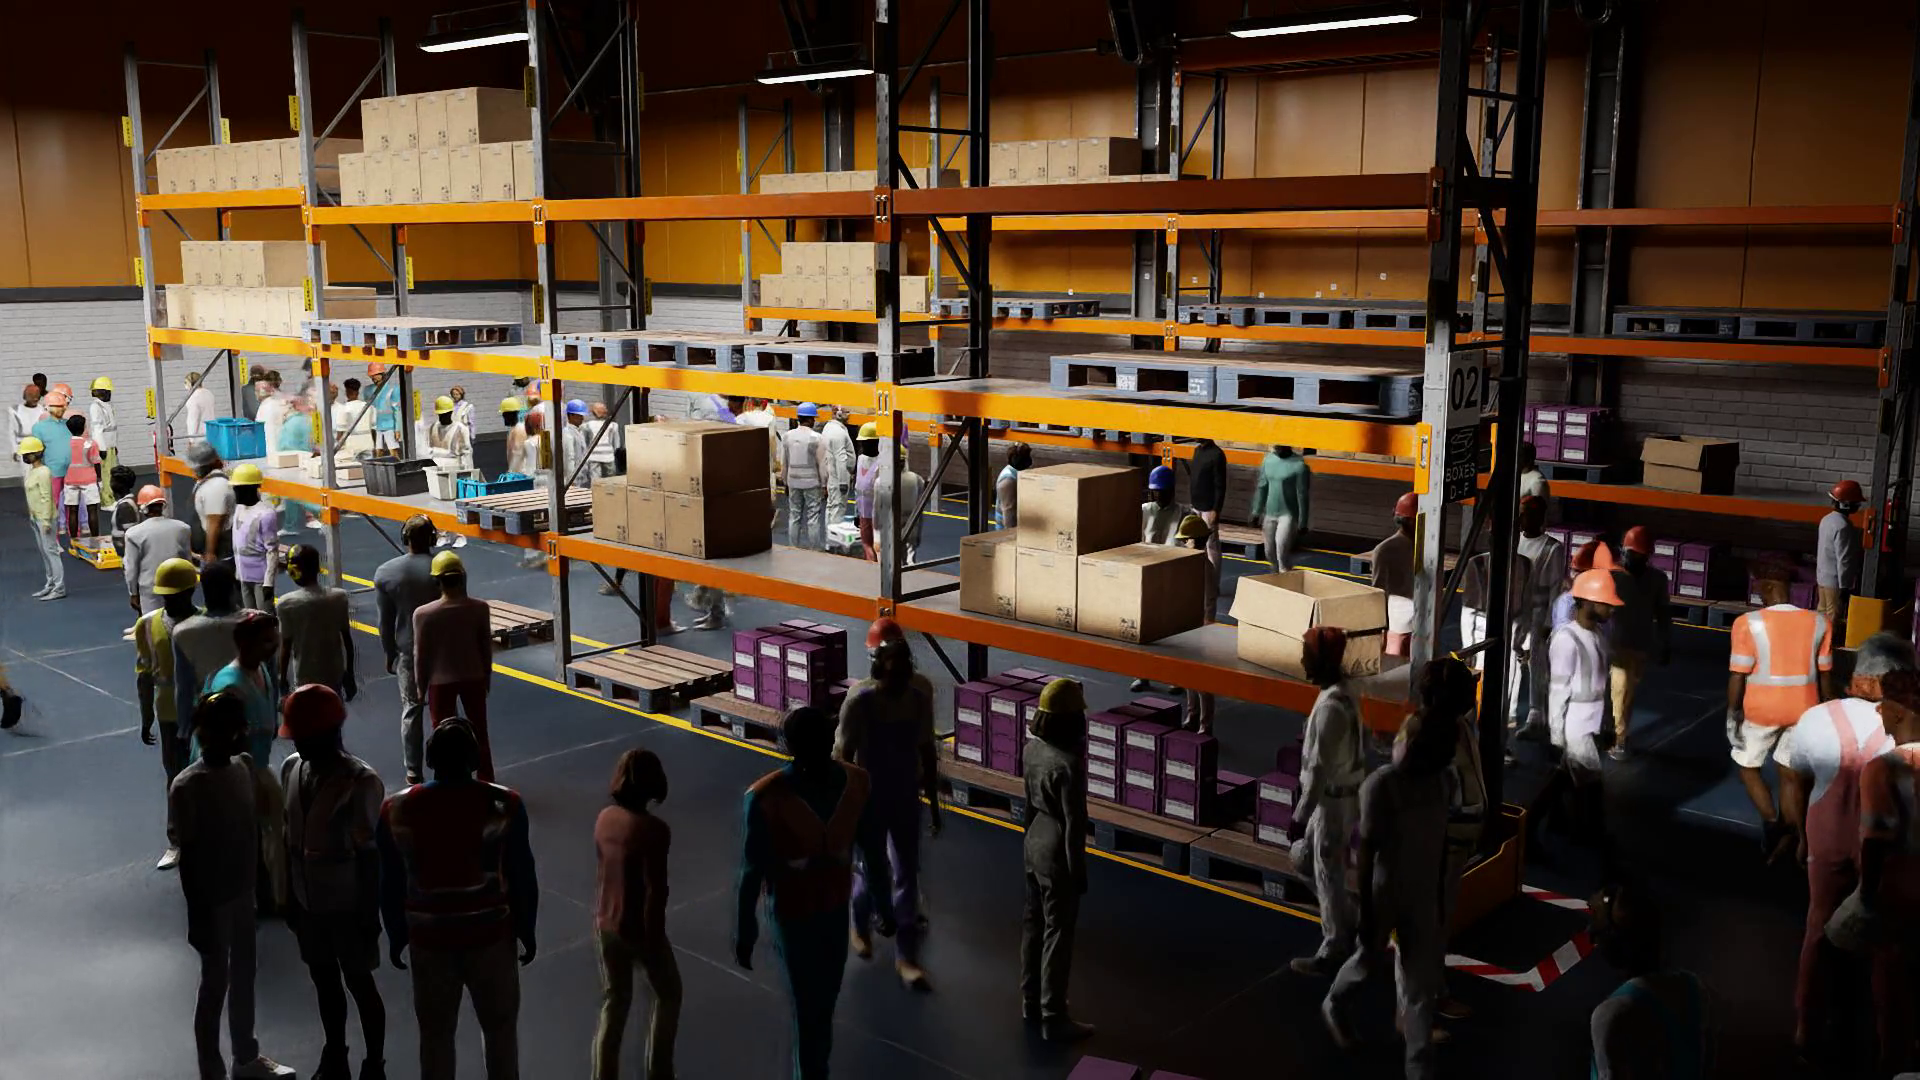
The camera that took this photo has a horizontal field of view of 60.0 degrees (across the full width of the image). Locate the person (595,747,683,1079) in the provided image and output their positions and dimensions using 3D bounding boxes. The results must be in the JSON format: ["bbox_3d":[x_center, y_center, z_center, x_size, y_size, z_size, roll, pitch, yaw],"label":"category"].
[{"bbox_3d":[-1.432,1.708,7.259,0.527,1.590,0.558,8,13,38],"label":"person"}]

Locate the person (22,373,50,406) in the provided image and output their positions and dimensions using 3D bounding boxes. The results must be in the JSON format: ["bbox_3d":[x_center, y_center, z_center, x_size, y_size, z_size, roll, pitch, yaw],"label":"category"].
[{"bbox_3d":[-13.586,-1.533,24.746,0.585,1.911,0.390,-3,10,-15],"label":"person"}]

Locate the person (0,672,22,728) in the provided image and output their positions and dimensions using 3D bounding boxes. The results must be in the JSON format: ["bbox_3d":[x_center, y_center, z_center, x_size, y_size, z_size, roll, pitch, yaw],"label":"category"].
[{"bbox_3d":[-7.703,0.566,12.848,0.800,1.920,0.552,4,11,24],"label":"person"}]

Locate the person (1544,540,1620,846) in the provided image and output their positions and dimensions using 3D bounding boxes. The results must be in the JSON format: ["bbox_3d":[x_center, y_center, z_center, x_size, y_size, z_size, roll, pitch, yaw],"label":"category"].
[{"bbox_3d":[3.958,0.961,10.541,0.361,1.941,0.542,-2,10,-10],"label":"person"}]

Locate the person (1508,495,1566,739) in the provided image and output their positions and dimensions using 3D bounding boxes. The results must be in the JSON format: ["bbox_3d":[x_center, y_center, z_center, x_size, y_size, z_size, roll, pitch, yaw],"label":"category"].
[{"bbox_3d":[4.360,0.586,12.825,0.356,1.883,0.573,-6,12,-30],"label":"person"}]

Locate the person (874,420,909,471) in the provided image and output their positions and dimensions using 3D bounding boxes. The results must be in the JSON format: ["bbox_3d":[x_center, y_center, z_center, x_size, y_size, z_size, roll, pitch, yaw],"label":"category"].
[{"bbox_3d":[-0.866,-0.918,21.211,0.551,1.928,0.401,-7,12,-35],"label":"person"}]

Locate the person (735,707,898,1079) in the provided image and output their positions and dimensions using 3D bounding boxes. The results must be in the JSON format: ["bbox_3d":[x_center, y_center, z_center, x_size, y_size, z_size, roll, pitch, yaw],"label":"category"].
[{"bbox_3d":[-0.565,1.607,7.040,0.744,1.880,0.593,-7,12,-36],"label":"person"}]

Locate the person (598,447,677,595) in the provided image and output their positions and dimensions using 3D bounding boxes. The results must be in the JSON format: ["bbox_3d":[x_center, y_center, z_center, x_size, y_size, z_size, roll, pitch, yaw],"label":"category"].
[{"bbox_3d":[-3.463,-0.182,17.837,0.875,1.652,0.533,1,10,4],"label":"person"}]

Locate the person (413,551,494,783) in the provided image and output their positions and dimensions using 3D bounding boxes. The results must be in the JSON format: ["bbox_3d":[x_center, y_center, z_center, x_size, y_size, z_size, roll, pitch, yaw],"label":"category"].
[{"bbox_3d":[-3.390,0.945,11.159,0.526,1.758,0.352,-6,12,-32],"label":"person"}]

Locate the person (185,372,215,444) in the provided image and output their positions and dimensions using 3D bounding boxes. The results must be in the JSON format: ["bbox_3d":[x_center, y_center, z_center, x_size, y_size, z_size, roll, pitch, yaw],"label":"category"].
[{"bbox_3d":[-11.263,-1.539,24.718,0.373,1.931,0.636,1,10,3],"label":"person"}]

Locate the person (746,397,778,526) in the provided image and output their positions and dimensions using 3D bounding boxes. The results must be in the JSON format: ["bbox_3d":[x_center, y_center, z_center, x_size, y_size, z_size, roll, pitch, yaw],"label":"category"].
[{"bbox_3d":[-2.712,-1.083,22.397,0.561,1.836,0.394,6,11,29],"label":"person"}]

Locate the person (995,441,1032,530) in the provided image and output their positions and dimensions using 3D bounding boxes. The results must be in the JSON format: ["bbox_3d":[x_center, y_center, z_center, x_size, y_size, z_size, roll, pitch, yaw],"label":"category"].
[{"bbox_3d":[0.576,-0.071,16.657,0.430,1.845,0.623,3,10,14],"label":"person"}]

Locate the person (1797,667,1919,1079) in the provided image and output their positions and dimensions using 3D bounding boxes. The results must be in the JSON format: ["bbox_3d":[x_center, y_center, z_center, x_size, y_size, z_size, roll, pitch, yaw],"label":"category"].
[{"bbox_3d":[4.143,1.514,7.417,0.621,1.941,0.715,-3,11,-17],"label":"person"}]

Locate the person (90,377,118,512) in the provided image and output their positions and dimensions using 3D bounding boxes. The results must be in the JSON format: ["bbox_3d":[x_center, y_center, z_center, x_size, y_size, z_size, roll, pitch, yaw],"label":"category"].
[{"bbox_3d":[-12.184,-1.370,23.766,0.362,1.922,0.594,-2,10,-12],"label":"person"}]

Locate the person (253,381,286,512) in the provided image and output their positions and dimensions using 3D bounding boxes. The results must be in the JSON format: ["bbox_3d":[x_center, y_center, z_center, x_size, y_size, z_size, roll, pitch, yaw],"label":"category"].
[{"bbox_3d":[-9.808,-1.299,23.479,0.653,1.886,0.675,-2,10,-13],"label":"person"}]

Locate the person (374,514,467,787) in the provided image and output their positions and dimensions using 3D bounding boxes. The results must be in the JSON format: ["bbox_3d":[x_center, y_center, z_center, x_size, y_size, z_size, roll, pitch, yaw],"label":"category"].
[{"bbox_3d":[-3.721,0.775,11.597,0.632,1.940,0.372,-2,10,-11],"label":"person"}]

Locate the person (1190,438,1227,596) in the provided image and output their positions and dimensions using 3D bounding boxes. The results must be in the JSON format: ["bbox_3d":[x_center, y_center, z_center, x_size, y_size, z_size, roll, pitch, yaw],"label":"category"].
[{"bbox_3d":[2.638,-0.374,17.954,0.392,1.988,0.608,-3,11,-19],"label":"person"}]

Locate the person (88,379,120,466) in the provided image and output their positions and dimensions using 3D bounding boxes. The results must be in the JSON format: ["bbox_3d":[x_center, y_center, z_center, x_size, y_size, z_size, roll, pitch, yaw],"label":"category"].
[{"bbox_3d":[-13.228,-1.617,25.696,0.485,1.737,0.321,9,14,43],"label":"person"}]

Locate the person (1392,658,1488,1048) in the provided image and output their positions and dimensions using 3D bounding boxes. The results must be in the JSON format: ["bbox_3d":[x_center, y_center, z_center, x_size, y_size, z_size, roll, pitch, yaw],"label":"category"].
[{"bbox_3d":[2.296,1.465,7.964,0.429,1.847,0.626,7,12,35],"label":"person"}]

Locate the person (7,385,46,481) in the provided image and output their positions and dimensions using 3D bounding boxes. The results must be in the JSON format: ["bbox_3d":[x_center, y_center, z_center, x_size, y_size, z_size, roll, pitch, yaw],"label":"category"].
[{"bbox_3d":[-12.925,-1.241,23.241,0.604,1.852,0.721,-8,13,-37],"label":"person"}]

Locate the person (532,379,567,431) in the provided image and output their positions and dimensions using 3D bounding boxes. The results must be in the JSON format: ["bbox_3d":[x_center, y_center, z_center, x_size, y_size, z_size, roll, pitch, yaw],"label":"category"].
[{"bbox_3d":[-5.741,-1.293,23.270,0.404,1.943,0.616,7,12,33],"label":"person"}]

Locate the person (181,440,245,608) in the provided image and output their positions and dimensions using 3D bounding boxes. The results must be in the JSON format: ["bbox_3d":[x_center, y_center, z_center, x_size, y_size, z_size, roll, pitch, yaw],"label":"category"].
[{"bbox_3d":[-7.028,0.003,15.671,0.555,2.000,0.726,-4,11,-22],"label":"person"}]

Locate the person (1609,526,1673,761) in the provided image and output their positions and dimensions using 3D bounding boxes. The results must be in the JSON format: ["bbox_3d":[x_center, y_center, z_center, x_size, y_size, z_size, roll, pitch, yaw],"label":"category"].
[{"bbox_3d":[4.963,0.762,12.234,0.597,1.728,0.621,-1,10,-5],"label":"person"}]

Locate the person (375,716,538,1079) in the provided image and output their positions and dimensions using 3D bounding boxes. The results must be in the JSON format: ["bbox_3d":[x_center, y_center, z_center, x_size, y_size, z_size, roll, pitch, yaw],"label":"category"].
[{"bbox_3d":[-2.085,1.641,6.977,0.633,1.842,0.429,-1,10,-8],"label":"person"}]

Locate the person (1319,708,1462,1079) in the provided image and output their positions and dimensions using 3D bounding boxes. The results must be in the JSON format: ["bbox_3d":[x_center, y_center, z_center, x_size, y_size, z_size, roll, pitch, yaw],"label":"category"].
[{"bbox_3d":[1.937,1.586,7.458,0.531,1.787,0.936,-4,11,-21],"label":"person"}]

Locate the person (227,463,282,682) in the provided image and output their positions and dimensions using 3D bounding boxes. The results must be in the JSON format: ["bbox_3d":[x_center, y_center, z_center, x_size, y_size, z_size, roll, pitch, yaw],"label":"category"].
[{"bbox_3d":[-6.074,0.295,14.337,0.586,1.930,0.357,8,13,38],"label":"person"}]

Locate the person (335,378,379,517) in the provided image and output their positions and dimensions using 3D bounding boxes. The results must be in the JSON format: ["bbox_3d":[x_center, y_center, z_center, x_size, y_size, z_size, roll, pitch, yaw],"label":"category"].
[{"bbox_3d":[-8.446,-1.282,23.241,0.413,1.943,0.636,8,13,39],"label":"person"}]

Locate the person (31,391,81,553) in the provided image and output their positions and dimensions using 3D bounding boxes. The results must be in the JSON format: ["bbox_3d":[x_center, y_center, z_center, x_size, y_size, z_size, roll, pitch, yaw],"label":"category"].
[{"bbox_3d":[-11.135,-0.845,20.593,0.375,1.997,0.612,6,12,31],"label":"person"}]

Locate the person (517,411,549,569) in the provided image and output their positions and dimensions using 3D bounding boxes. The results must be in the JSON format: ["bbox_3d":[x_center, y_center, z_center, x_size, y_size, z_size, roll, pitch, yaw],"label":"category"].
[{"bbox_3d":[-4.989,-0.574,19.421,0.614,1.865,0.599,3,10,17],"label":"person"}]

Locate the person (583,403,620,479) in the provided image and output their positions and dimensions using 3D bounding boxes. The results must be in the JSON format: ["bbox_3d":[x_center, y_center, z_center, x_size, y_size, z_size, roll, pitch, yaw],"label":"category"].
[{"bbox_3d":[-5.014,-1.120,23.293,0.527,1.593,0.849,-2,10,-12],"label":"person"}]

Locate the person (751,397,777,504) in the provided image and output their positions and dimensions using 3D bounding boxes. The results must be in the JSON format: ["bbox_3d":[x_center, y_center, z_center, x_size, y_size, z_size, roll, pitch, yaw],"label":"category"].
[{"bbox_3d":[-2.886,-1.400,24.468,0.354,1.738,0.573,-4,11,-20],"label":"person"}]

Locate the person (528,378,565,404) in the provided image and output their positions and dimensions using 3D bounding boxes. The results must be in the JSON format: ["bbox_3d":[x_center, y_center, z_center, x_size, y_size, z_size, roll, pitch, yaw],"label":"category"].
[{"bbox_3d":[-6.712,-1.955,27.031,0.630,1.940,0.372,-9,13,-40],"label":"person"}]

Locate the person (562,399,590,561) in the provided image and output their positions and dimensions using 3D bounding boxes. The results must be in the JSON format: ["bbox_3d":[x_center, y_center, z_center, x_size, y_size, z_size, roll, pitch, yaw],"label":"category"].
[{"bbox_3d":[-4.652,-0.731,20.103,0.402,1.942,0.603,0,10,-3],"label":"person"}]

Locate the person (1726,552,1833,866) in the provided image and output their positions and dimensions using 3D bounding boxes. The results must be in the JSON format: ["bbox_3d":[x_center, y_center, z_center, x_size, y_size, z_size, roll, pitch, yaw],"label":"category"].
[{"bbox_3d":[4.998,1.054,10.044,0.719,1.935,0.599,0,10,2],"label":"person"}]

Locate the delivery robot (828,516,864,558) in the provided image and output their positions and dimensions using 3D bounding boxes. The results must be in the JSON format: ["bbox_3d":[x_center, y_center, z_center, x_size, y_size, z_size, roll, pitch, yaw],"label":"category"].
[{"bbox_3d":[-1.307,-0.043,19.868,0.477,0.478,0.707,-5,11,-27],"label":"delivery robot"}]

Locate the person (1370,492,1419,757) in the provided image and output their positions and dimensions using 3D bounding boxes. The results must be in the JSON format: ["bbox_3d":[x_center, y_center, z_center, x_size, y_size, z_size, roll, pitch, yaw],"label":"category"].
[{"bbox_3d":[3.308,0.620,12.349,0.616,1.986,0.407,-6,12,-31],"label":"person"}]

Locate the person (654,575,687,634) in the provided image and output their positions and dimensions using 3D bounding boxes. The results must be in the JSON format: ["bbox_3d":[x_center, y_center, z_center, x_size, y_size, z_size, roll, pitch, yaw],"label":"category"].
[{"bbox_3d":[-2.902,-0.024,16.223,0.404,1.906,0.598,-6,12,-31],"label":"person"}]

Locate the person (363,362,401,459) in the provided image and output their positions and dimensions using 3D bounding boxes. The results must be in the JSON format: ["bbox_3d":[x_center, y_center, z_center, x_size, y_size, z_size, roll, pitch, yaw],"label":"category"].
[{"bbox_3d":[-8.885,-1.739,25.573,0.605,2.031,0.420,2,10,12],"label":"person"}]
